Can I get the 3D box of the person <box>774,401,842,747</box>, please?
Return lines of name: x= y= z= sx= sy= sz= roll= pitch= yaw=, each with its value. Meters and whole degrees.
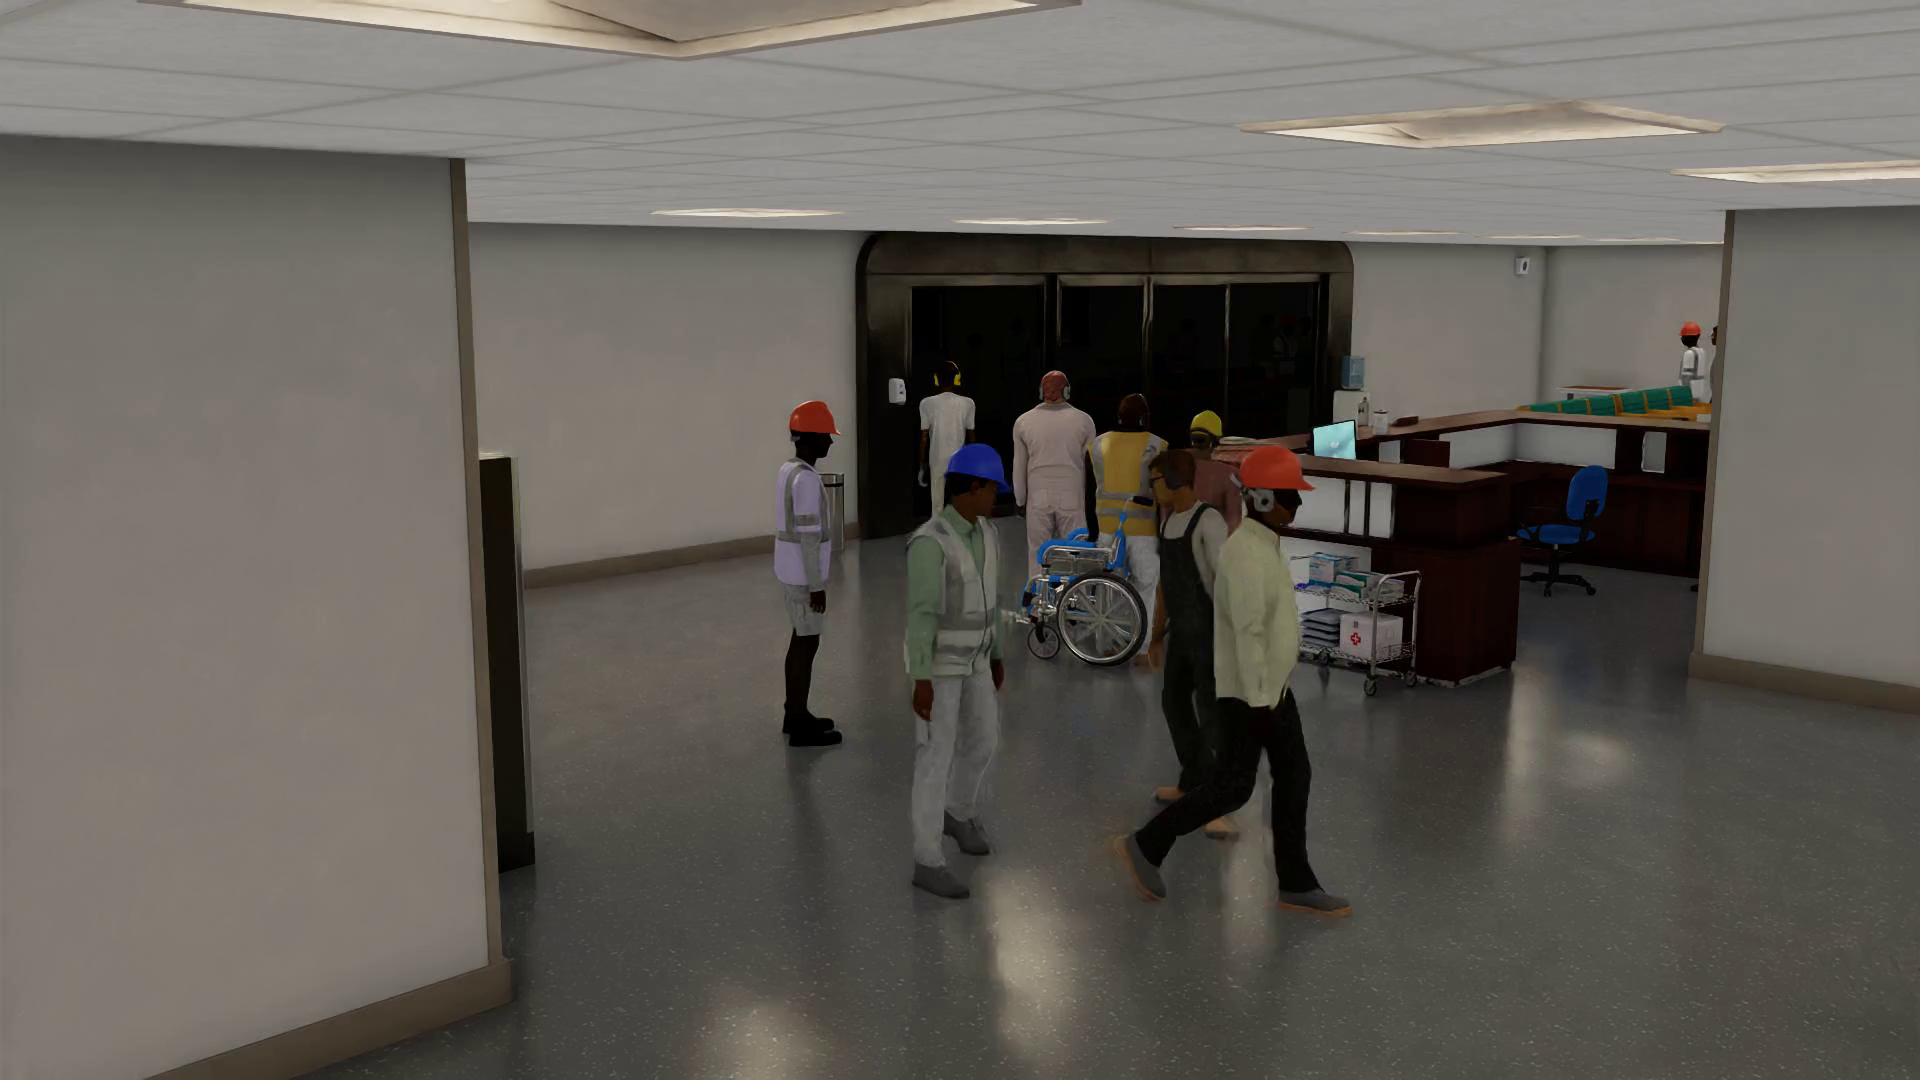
person: x=-0.842 y=0.184 z=9.336 sx=0.389 sy=1.928 sz=0.549 roll=-3 pitch=10 yaw=-15

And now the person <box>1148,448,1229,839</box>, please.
person: x=1.130 y=0.482 z=7.890 sx=0.348 sy=1.809 sz=0.652 roll=-4 pitch=10 yaw=-25

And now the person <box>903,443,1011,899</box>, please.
person: x=-0.066 y=0.540 z=7.212 sx=0.501 sy=1.921 sz=0.741 roll=7 pitch=11 yaw=36

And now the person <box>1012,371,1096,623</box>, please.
person: x=0.715 y=-0.315 z=12.472 sx=0.639 sy=1.901 sz=0.406 roll=1 pitch=9 yaw=6

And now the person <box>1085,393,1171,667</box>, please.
person: x=1.144 y=-0.067 z=11.178 sx=0.649 sy=1.834 sz=0.432 roll=5 pitch=10 yaw=26

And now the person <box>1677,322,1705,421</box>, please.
person: x=9.973 y=-2.022 z=22.842 sx=0.411 sy=1.932 sz=0.564 roll=9 pitch=13 yaw=44

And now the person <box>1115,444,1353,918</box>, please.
person: x=1.136 y=0.582 z=6.792 sx=0.892 sy=1.964 sz=0.617 roll=4 pitch=10 yaw=23

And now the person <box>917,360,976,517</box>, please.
person: x=-0.108 y=-0.633 z=14.527 sx=0.535 sy=1.865 sz=0.310 roll=0 pitch=9 yaw=-3

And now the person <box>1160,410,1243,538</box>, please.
person: x=1.549 y=0.046 z=10.694 sx=0.550 sy=1.762 sz=0.363 roll=3 pitch=10 yaw=20
